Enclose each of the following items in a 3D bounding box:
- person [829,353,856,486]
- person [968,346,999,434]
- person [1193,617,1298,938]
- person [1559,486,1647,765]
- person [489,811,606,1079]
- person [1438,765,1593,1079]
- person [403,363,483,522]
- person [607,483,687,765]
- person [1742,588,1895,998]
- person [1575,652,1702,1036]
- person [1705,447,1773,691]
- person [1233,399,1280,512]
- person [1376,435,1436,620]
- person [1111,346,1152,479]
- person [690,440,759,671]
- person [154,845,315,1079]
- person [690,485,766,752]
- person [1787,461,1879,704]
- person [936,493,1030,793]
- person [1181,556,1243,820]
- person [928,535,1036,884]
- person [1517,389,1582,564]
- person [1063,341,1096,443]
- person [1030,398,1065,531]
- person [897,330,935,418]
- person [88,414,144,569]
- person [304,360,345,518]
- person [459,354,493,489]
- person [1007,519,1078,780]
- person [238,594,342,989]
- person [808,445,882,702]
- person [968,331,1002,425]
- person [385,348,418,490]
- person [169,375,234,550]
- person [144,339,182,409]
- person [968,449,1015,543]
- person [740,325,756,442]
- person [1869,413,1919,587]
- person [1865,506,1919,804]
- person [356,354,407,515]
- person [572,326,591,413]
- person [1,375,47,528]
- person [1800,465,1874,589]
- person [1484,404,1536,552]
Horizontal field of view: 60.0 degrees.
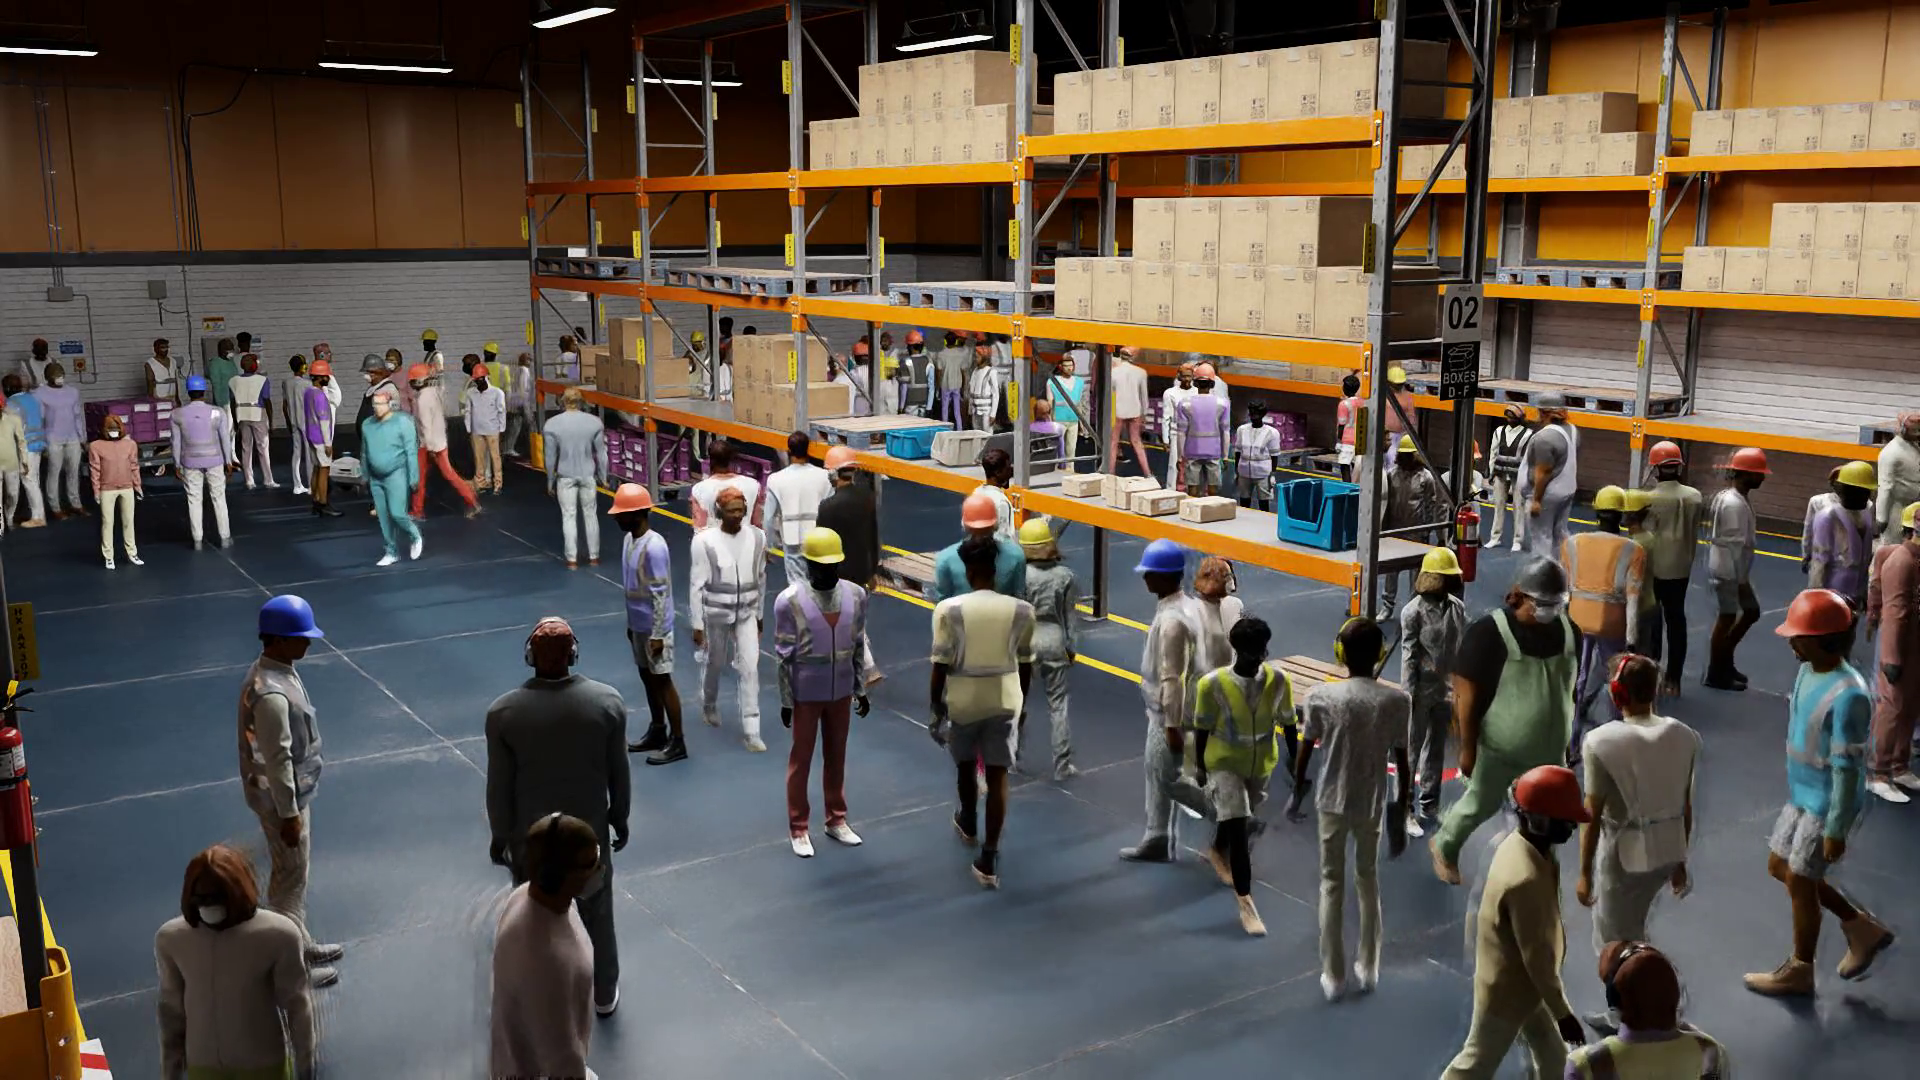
[{"bbox_3d":[-1.592,-1.501,21.881,0.401,1.907,0.648,3,11,13],"label":"person"},{"bbox_3d":[0.313,-1.799,23.461,0.337,1.882,0.585,-8,14,-36],"label":"person"},{"bbox_3d":[1.486,1.174,8.862,0.535,1.648,0.892,-3,11,-15],"label":"person"},{"bbox_3d":[4.408,0.558,11.404,0.592,1.874,0.990,8,14,37],"label":"person"},{"bbox_3d":[-1.293,1.760,5.278,1.049,1.877,0.626,-2,11,-11],"label":"person"},{"bbox_3d":[2.103,1.657,6.251,0.873,1.703,0.544,5,12,25],"label":"person"},{"bbox_3d":[-6.318,-1.168,20.144,0.968,1.954,0.640,0,11,1],"label":"person"},{"bbox_3d":[-2.148,0.564,11.290,0.427,1.924,0.558,-7,13,-33],"label":"person"},{"bbox_3d":[4.047,1.205,7.746,0.627,2.017,0.650,2,11,12],"label":"person"},{"bbox_3d":[2.979,1.414,7.199,0.592,1.814,0.665,-5,12,-22],"label":"person"},{"bbox_3d":[6.075,0.235,12.946,0.443,1.920,0.562,7,13,33],"label":"person"},{"bbox_3d":[3.268,-0.717,18.414,0.533,1.692,0.319,7,13,32],"label":"person"},{"bbox_3d":[4.043,-0.093,15.088,0.483,1.745,0.301,7,13,33],"label":"person"},{"bbox_3d":[2.271,-1.747,23.015,0.757,1.967,0.535,-3,11,-16],"label":"person"},{"bbox_3d":[-1.933,0.119,13.641,0.613,1.891,0.781,-5,12,-25],"label":"person"},{"bbox_3d":[-2.485,1.791,5.774,0.498,1.616,0.466,0,11,-1],"label":"person"},{"bbox_3d":[-1.657,0.508,11.786,0.588,1.845,0.963,-6,12,-27],"label":"person"},{"bbox_3d":[6.544,0.360,12.328,0.608,1.931,0.385,-6,12,-27],"label":"person"},{"bbox_3d":[0.137,0.626,10.847,0.623,1.966,0.689,-2,11,-8],"label":"person"},{"bbox_3d":[1.561,0.897,10.297,0.502,1.636,0.277,-8,13,-35],"label":"person"},{"bbox_3d":[0.112,0.922,9.473,0.621,1.900,0.977,-1,11,-6],"label":"person"},{"bbox_3d":[5.717,-0.468,16.250,0.685,2.000,0.535,-10,15,-42],"label":"person"},{"bbox_3d":[1.921,-2.489,27.126,0.591,1.833,0.403,-3,12,-16],"label":"person"},{"bbox_3d":[0.935,-0.809,19.039,0.532,1.623,0.458,2,11,13],"label":"person"},{"bbox_3d":[-0.654,-2.012,24.133,0.607,2.048,0.370,-9,14,-39],"label":"person"},{"bbox_3d":[-8.892,-0.518,17.549,0.279,1.633,0.498,11,15,43],"label":"person"},{"bbox_3d":[-7.846,-1.244,20.490,0.377,1.932,0.552,-9,14,-38],"label":"person"},{"bbox_3d":[-6.607,-1.623,22.687,0.429,1.837,0.625,-6,12,-26],"label":"person"},{"bbox_3d":[0.494,0.723,10.982,0.574,1.720,0.516,-4,12,-19],"label":"person"},{"bbox_3d":[-3.215,1.204,7.969,0.420,1.933,0.622,-4,12,-20],"label":"person"},{"bbox_3d":[-0.896,0.266,12.680,0.429,1.973,0.633,6,13,28],"label":"person"},{"bbox_3d":[0.386,-2.842,29.227,0.571,1.710,0.839,-6,13,-28],"label":"person"},{"bbox_3d":[-7.571,-1.629,22.494,0.628,1.928,0.382,4,12,19],"label":"person"},{"bbox_3d":[-8.424,-0.861,18.501,0.616,1.942,0.408,-5,12,-23],"label":"person"},{"bbox_3d":[-12.226,-2.170,25.500,0.387,1.837,0.560,4,12,17],"label":"person"},{"bbox_3d":[0.252,0.243,12.923,0.392,1.919,0.592,-5,12,-23],"label":"person"},{"bbox_3d":[-3.516,-2.556,27.274,0.391,1.908,0.703,-1,11,-7],"label":"person"},{"bbox_3d":[8.830,-0.281,15.751,0.703,1.883,0.579,-9,14,-38],"label":"person"},{"bbox_3d":[6.086,0.708,10.581,0.645,1.905,0.400,-9,14,-37],"label":"person"},{"bbox_3d":[-7.118,-1.278,20.392,0.536,2.000,0.686,-8,14,-35],"label":"person"},{"bbox_3d":[-6.492,-2.726,28.343,0.550,1.826,0.591,-6,12,-27],"label":"person"},{"bbox_3d":[-11.266,-1.072,19.953,0.607,1.813,0.704,1,11,4],"label":"person"},{"bbox_3d":[7.337,0.183,13.946,0.522,1.639,0.305,6,13,29],"label":"person"},{"bbox_3d":[6.109,-0.694,18.433,0.514,1.639,0.310,10,15,40],"label":"person"}]
